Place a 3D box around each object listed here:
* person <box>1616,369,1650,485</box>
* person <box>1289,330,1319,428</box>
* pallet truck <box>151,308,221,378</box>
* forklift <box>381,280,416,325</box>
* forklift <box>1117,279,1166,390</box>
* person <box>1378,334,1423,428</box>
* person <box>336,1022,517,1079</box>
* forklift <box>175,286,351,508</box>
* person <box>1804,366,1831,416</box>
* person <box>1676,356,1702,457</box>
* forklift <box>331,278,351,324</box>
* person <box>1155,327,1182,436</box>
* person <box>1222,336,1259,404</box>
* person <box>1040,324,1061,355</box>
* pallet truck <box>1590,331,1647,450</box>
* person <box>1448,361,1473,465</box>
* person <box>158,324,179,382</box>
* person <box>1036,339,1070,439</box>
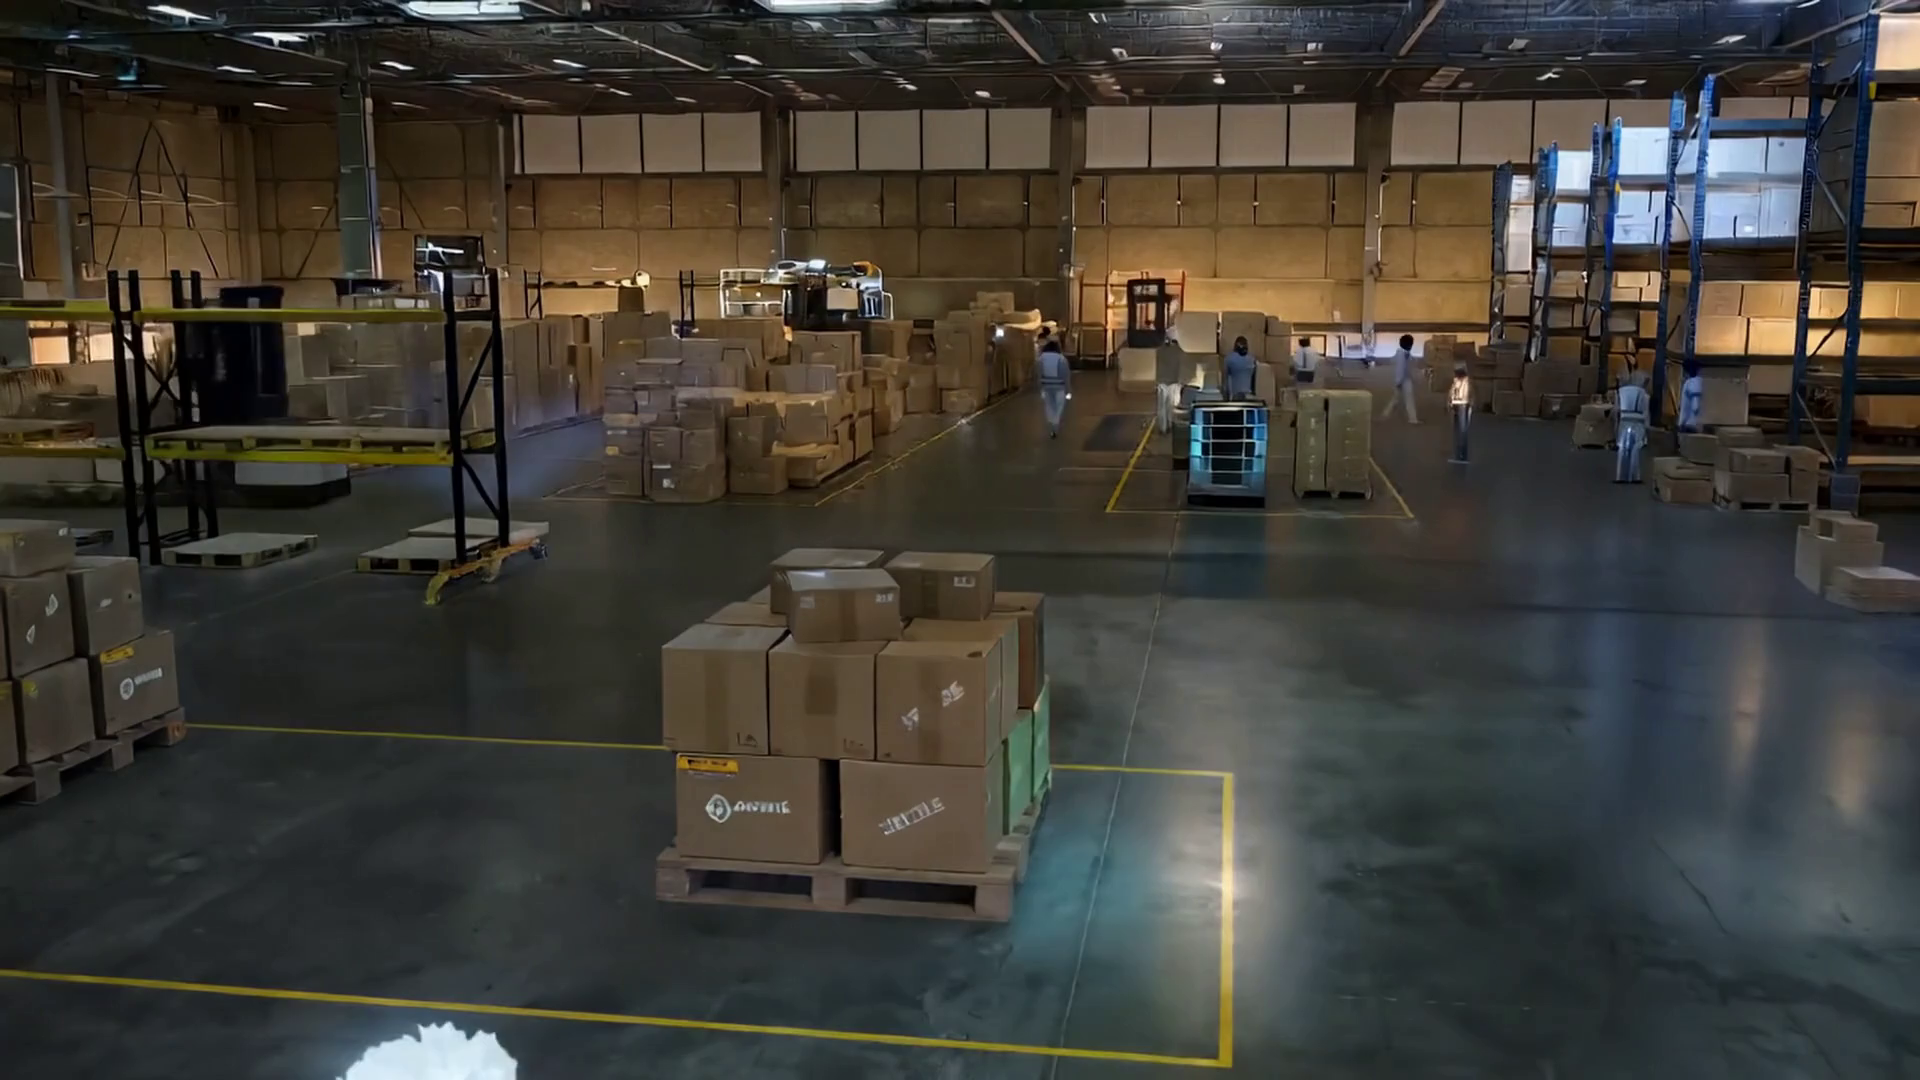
[{"bbox_3d":[9.535,-1.598,23.587,0.312,1.639,0.512,-6,11,-31],"label":"person"},{"bbox_3d":[6.646,-3.037,31.662,0.545,1.908,0.863,-8,12,-41],"label":"person"},{"bbox_3d":[-21.869,-5.598,47.154,0.823,1.965,1.885,4,10,26],"label":"pallet truck"},{"bbox_3d":[-11.958,-4.169,35.627,1.873,2.768,1.129,1,9,9],"label":"forklift"},{"bbox_3d":[4.701,-5.230,42.172,1.129,2.768,1.873,3,10,18],"label":"forklift"},{"bbox_3d":[8.575,-3.096,32.325,0.887,1.809,0.625,4,10,25],"label":"person"},{"bbox_3d":[-0.717,1.657,2.504,0.363,1.963,0.612,-7,12,-38],"label":"person"},{"bbox_3d":[-9.041,-1.876,21.486,1.873,2.768,1.129,1,9,9],"label":"forklift"},{"bbox_3d":[16.001,-2.948,30.991,0.372,1.939,0.544,-2,10,-15],"label":"person"},{"bbox_3d":[11.688,-2.081,26.422,0.604,1.680,0.538,3,10,20],"label":"person"},{"bbox_3d":[-16.123,-5.451,43.530,1.873,2.768,1.129,-3,10,-19],"label":"forklift"},{"bbox_3d":[3.830,-2.898,30.518,0.609,1.993,0.382,-7,11,-35],"label":"person"},{"bbox_3d":[4.712,-2.456,27.959,0.631,1.940,0.372,-2,9,-11],"label":"person"},{"bbox_3d":[2.355,-4.819,43.414,0.548,1.644,0.890,0,9,2],"label":"person"},{"bbox_3d":[11.253,-2.573,28.499,0.823,1.965,1.885,5,10,27],"label":"pallet truck"},{"bbox_3d":[7.843,-1.983,25.990,0.317,1.631,0.522,-1,9,-3],"label":"person"},{"bbox_3d":[-21.611,-5.280,45.417,0.387,1.926,0.589,5,10,27],"label":"person"},{"bbox_3d":[1.650,-2.686,29.749,0.629,1.823,0.552,3,10,19],"label":"person"}]
